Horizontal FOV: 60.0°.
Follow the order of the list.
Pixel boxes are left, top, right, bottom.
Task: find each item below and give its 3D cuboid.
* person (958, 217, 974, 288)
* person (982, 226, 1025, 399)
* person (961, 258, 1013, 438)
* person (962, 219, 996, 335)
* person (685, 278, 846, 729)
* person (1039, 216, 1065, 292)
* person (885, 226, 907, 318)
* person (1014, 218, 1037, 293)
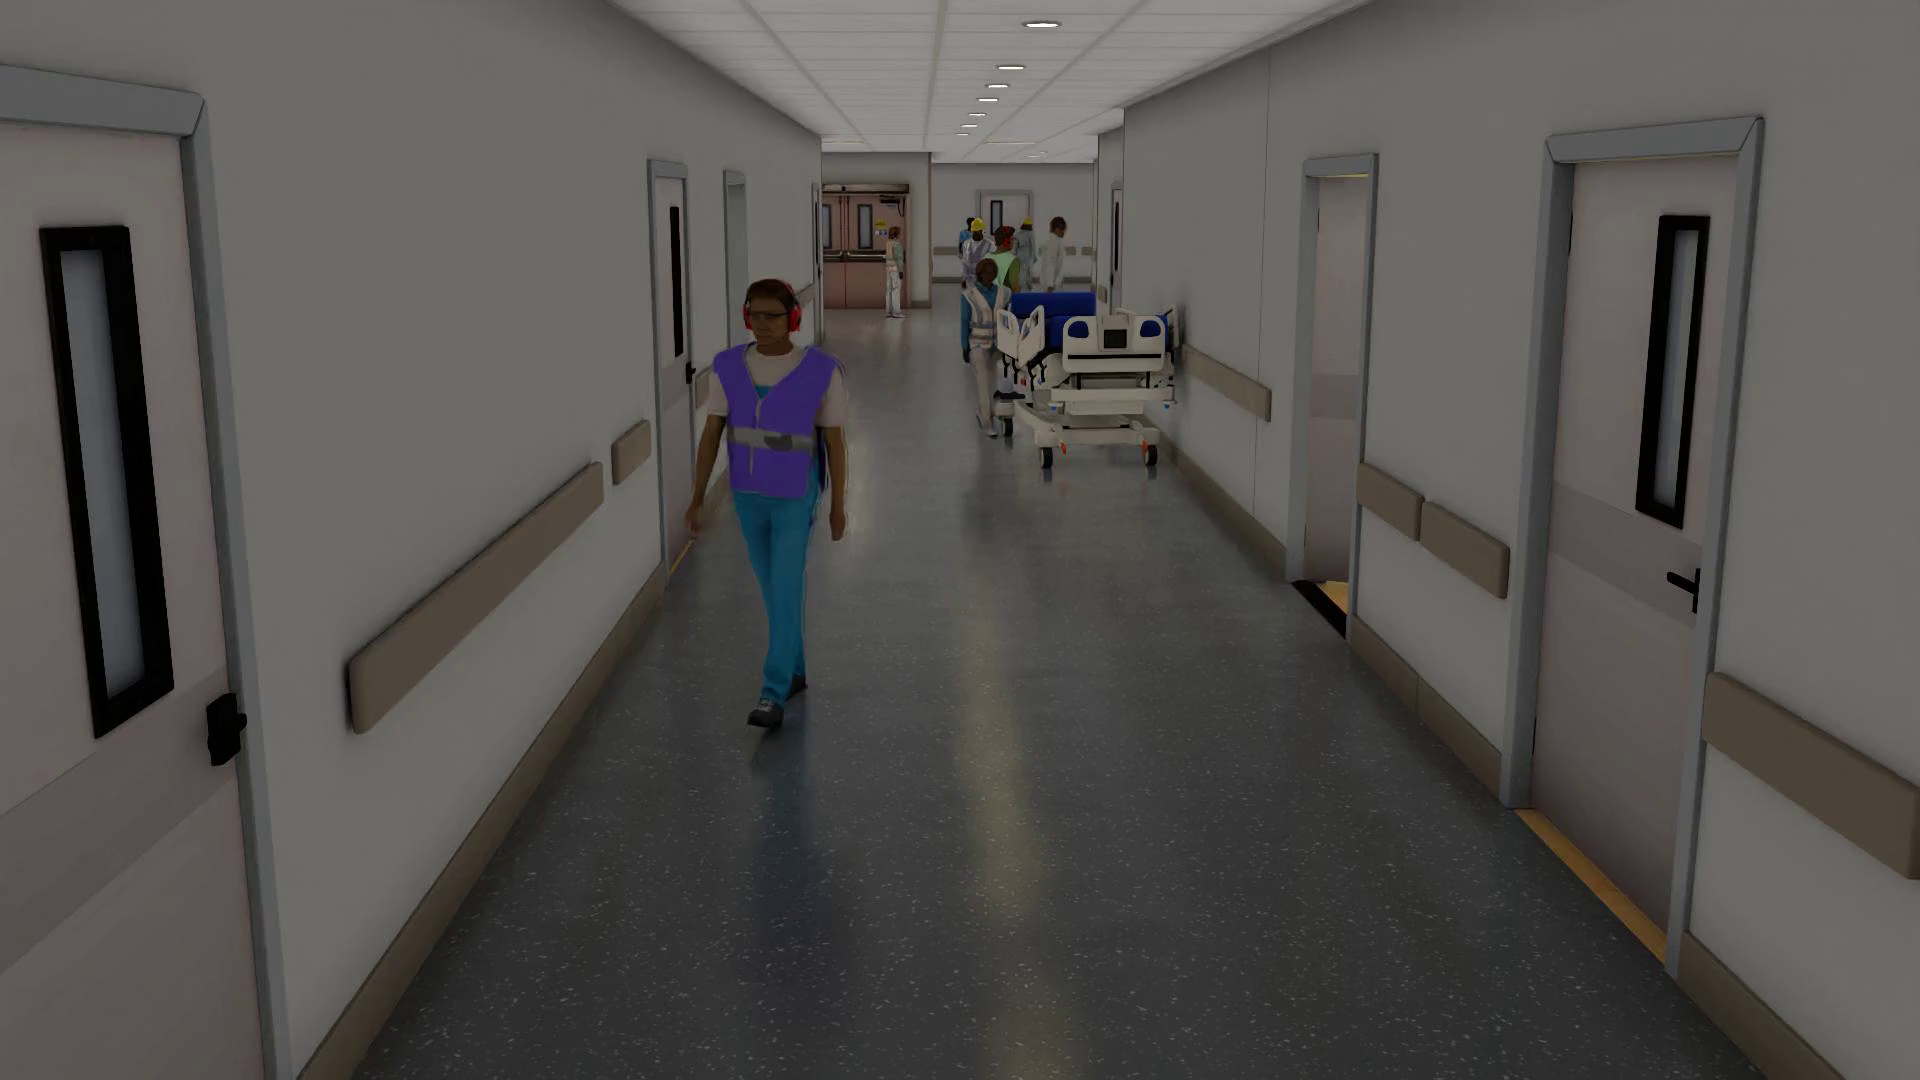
[{"bbox_3d":[0.251,-6.915,40.024,0.581,1.694,0.324,-1,12,-5],"label":"person"},{"bbox_3d":[0.434,-2.433,17.829,0.373,1.843,0.571,-10,15,-40],"label":"person"},{"bbox_3d":[0.253,-1.778,15.232,0.519,1.603,0.827,-4,12,-18],"label":"person"},{"bbox_3d":[0.281,-4.129,26.161,0.590,1.824,0.403,7,13,30],"label":"person"},{"bbox_3d":[-0.805,-0.147,6.787,0.580,1.802,0.901,4,12,20],"label":"person"},{"bbox_3d":[1.247,-3.425,22.563,0.350,1.902,0.741,1,12,7],"label":"person"},{"bbox_3d":[-1.177,-4.816,29.946,0.308,1.641,0.514,-7,13,-30],"label":"person"},{"bbox_3d":[1.510,-6.405,37.555,0.495,1.683,0.908,9,15,37],"label":"person"}]
